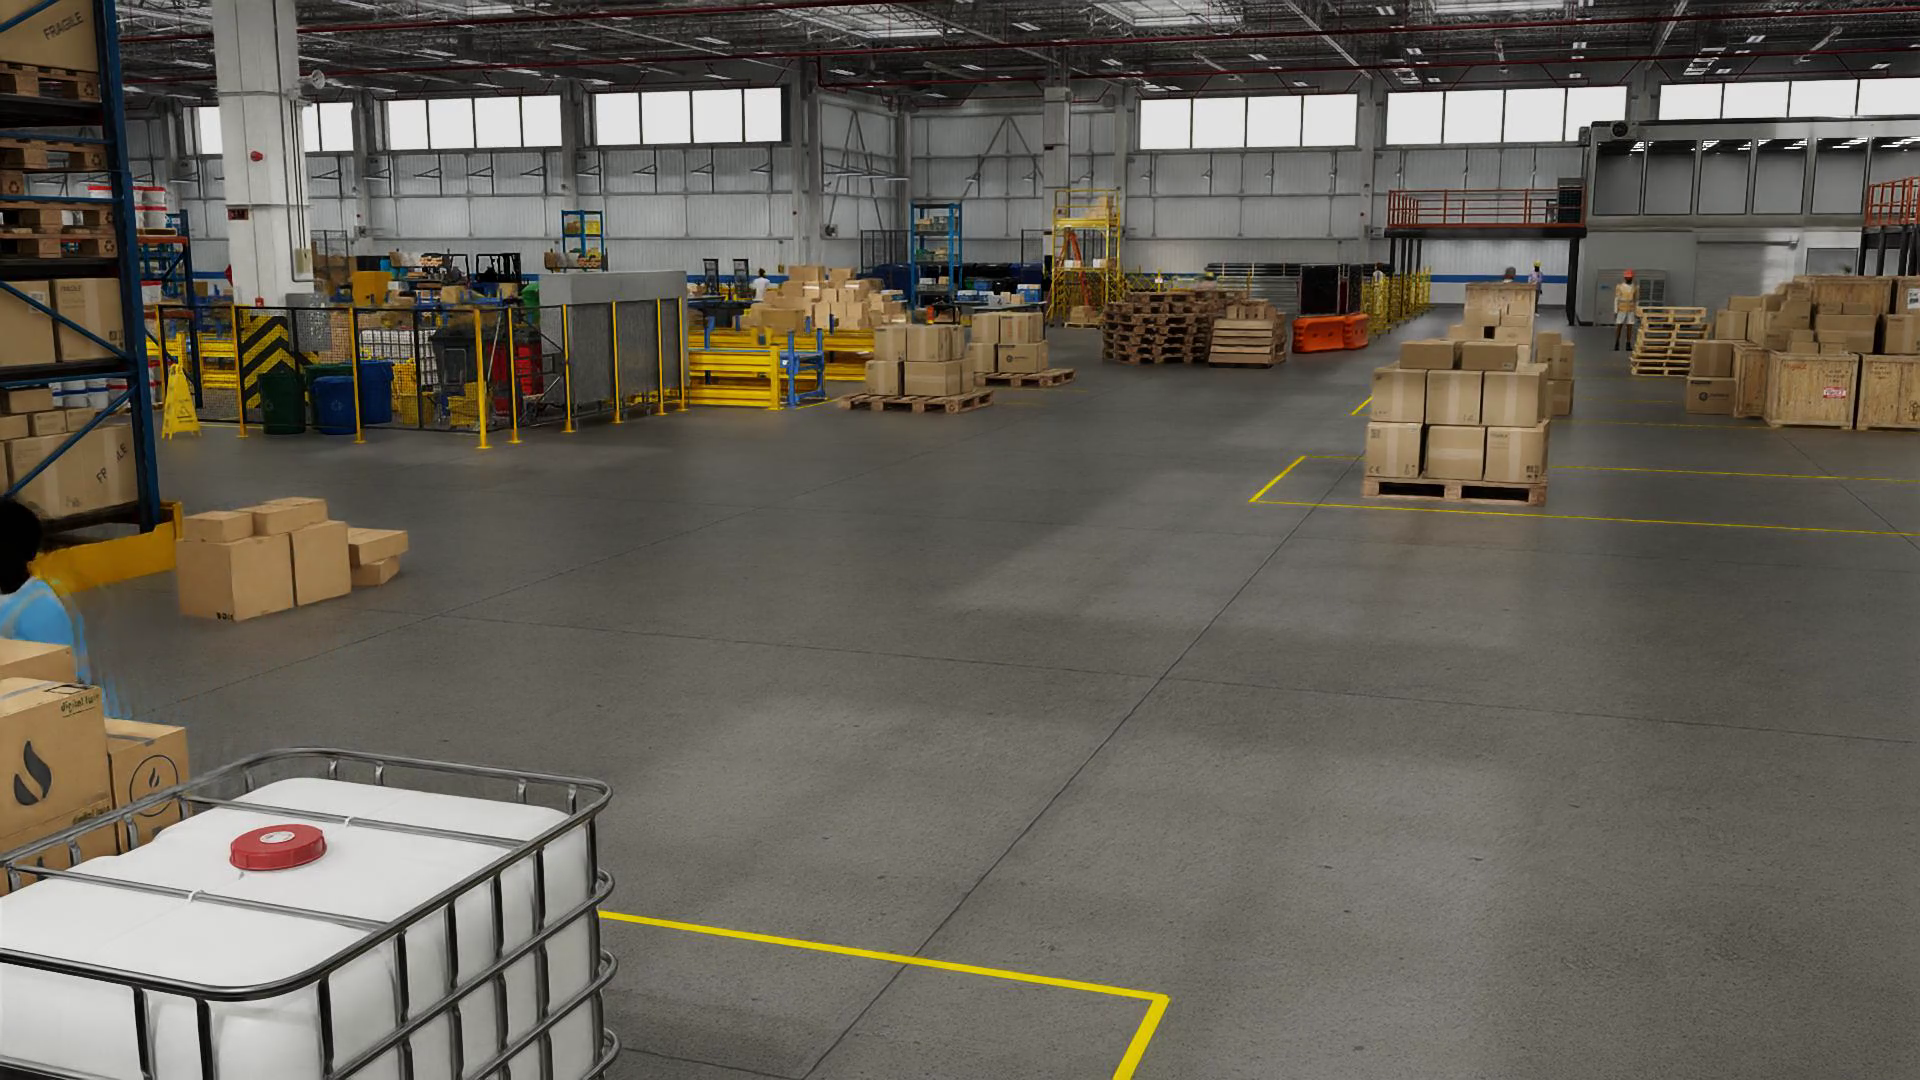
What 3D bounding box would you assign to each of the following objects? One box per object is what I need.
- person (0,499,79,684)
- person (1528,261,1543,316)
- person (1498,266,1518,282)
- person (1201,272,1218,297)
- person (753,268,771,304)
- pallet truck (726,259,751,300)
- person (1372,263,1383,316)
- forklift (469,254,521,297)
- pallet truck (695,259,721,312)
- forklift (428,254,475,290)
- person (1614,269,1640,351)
[{"bbox_3d":[-3.231,0.695,5.584,0.819,1.662,0.541,-9,13,-41],"label":"person"},{"bbox_3d":[20.206,-8.811,58.382,0.595,1.923,0.374,-4,11,-22],"label":"person"},{"bbox_3d":[12.894,-5.461,39.192,0.695,2.000,0.727,7,12,35],"label":"person"},{"bbox_3d":[7.135,-6.845,47.856,0.529,1.737,0.843,6,12,30],"label":"person"},{"bbox_3d":[-5.660,-6.918,48.029,0.537,1.821,0.993,5,11,26],"label":"person"},{"bbox_3d":[-7.986,-9.493,62.019,0.823,1.965,1.885,3,11,17],"label":"pallet truck"},{"bbox_3d":[14.685,-8.789,58.373,0.337,1.882,0.584,-3,11,-16],"label":"person"},{"bbox_3d":[-17.990,-10.121,64.684,1.157,1.987,2.680,3,11,17],"label":"forklift"},{"bbox_3d":[-9.165,-9.627,62.776,0.823,1.965,1.885,4,11,23],"label":"pallet truck"},{"bbox_3d":[-20.133,-10.254,65.465,1.157,1.987,2.680,3,11,19],"label":"forklift"},{"bbox_3d":[15.792,-5.444,39.384,0.548,1.937,0.379,3,10,14],"label":"person"}]
